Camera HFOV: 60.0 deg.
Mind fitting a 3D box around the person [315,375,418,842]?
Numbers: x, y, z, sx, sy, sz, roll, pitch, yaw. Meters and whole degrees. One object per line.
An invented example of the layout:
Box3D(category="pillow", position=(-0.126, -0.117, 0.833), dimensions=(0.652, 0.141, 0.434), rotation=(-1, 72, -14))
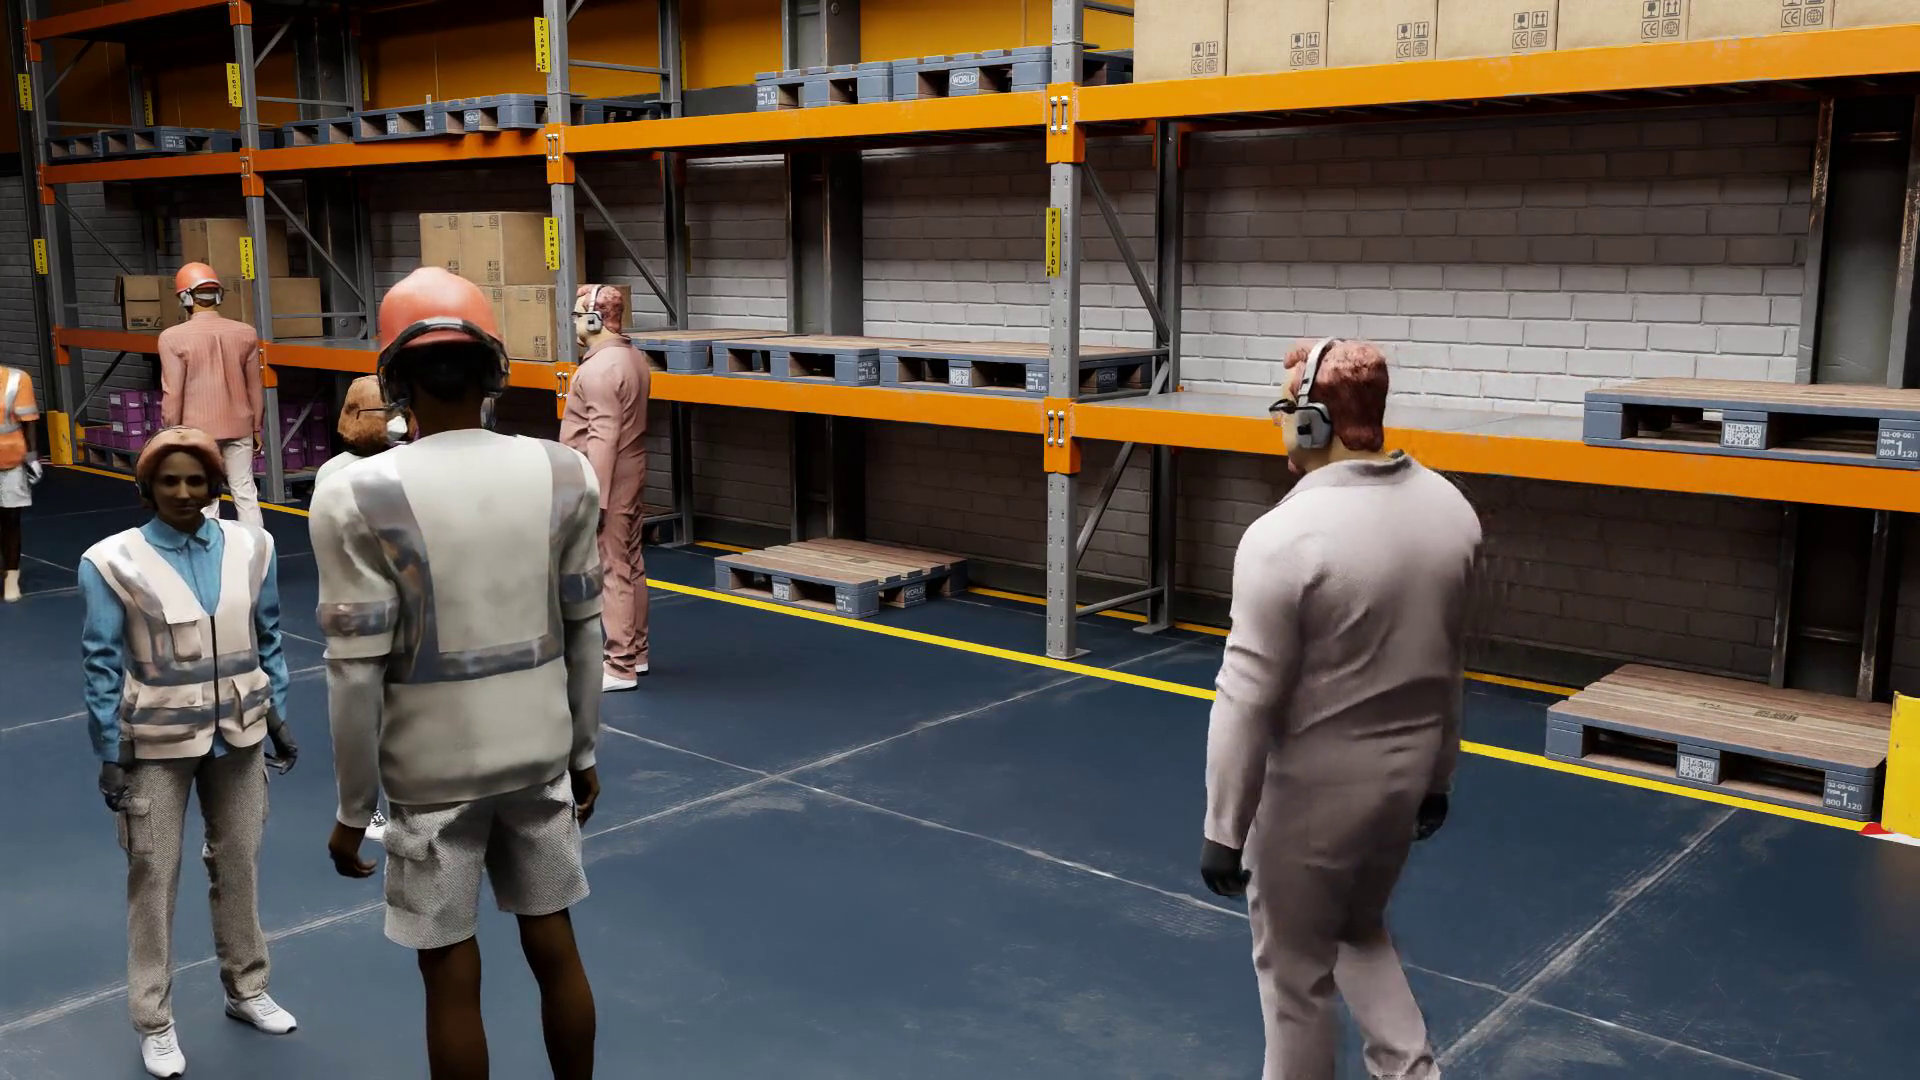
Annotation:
Box3D(category="person", position=(-2.039, 0.231, 5.913), dimensions=(0.280, 1.636, 0.500), rotation=(5, 11, 25))

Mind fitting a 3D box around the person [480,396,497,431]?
Box3D(category="person", position=(-3.156, -0.683, 10.591), dimensions=(0.403, 1.823, 0.588), rotation=(2, 10, 12))

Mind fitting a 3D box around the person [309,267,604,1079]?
Box3D(category="person", position=(-1.032, 0.461, 3.475), dimensions=(0.609, 2.034, 0.404), rotation=(-9, 13, -41))

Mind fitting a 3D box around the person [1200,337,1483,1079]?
Box3D(category="person", position=(0.780, 0.523, 3.501), dimensions=(0.674, 1.893, 0.444), rotation=(-7, 12, -35))

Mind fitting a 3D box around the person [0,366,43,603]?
Box3D(category="person", position=(-5.559, -0.428, 9.541), dimensions=(0.544, 1.669, 0.693), rotation=(-6, 11, -30))

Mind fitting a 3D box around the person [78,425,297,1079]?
Box3D(category="person", position=(-1.950, 0.524, 4.248), dimensions=(0.312, 1.636, 0.520), rotation=(8, 13, 38))

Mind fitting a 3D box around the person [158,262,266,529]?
Box3D(category="person", position=(-4.449, -0.648, 9.915), dimensions=(0.389, 1.990, 0.610), rotation=(8, 13, 40))

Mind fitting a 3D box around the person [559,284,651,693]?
Box3D(category="person", position=(-1.671, -0.239, 7.826), dimensions=(0.408, 1.906, 0.654), rotation=(1, 10, 3))
